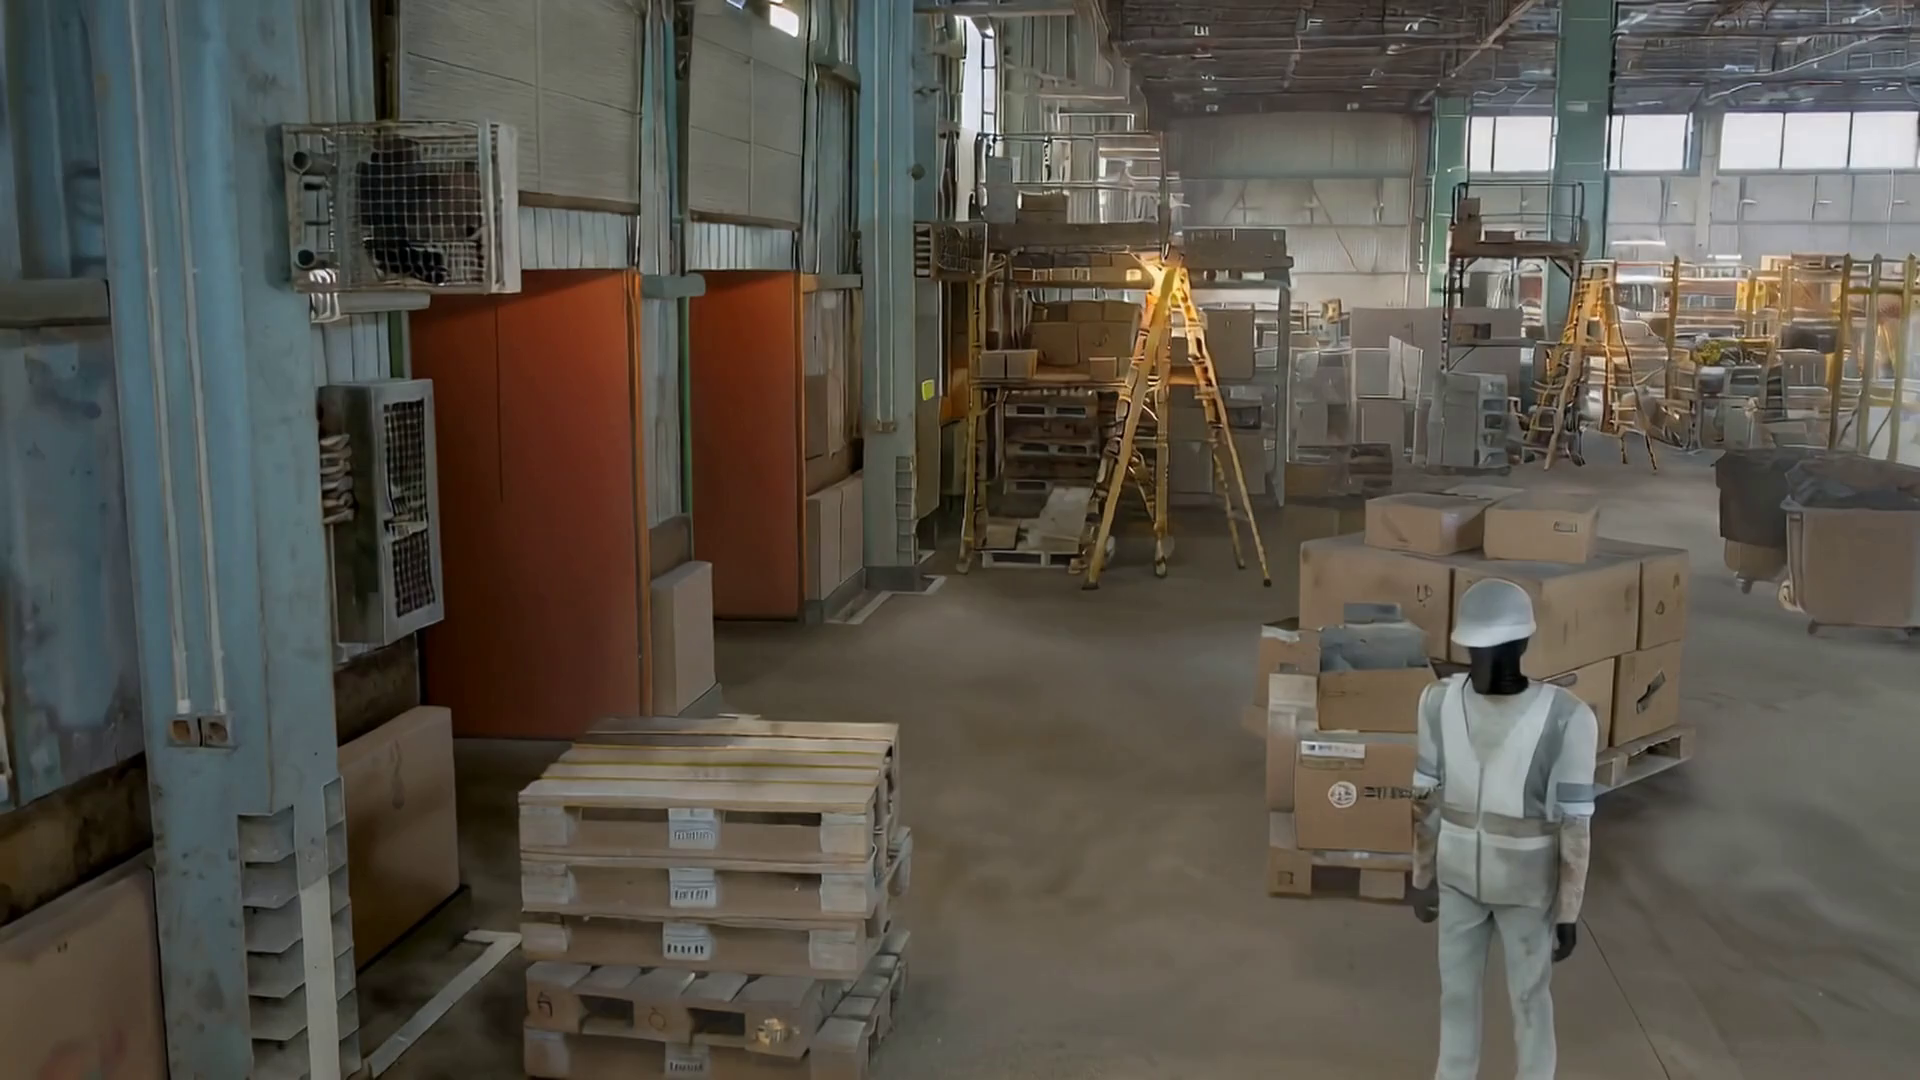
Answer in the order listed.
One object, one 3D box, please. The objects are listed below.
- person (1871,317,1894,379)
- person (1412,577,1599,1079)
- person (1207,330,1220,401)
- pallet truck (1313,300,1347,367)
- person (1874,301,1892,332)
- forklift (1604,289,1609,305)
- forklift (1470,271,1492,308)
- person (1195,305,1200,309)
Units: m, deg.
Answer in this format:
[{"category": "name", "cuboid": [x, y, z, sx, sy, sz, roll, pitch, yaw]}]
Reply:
[{"category": "person", "cuboid": [19.359, -3.745, 34.966, 0.633, 1.865, 0.699, -3, 10, -17]}, {"category": "person", "cuboid": [1.663, 1.060, 5.193, 0.584, 1.921, 0.394, 8, 12, 42]}, {"category": "person", "cuboid": [5.321, -3.638, 35.053, 0.313, 1.634, 0.515, -4, 10, -24]}, {"category": "pallet truck", "cuboid": [11.159, -6.200, 49.718, 0.823, 1.965, 1.885, 4, 10, 26]}, {"category": "person", "cuboid": [29.282, -6.674, 53.008, 0.670, 1.894, 0.968, 2, 9, 14]}, {"category": "forklift", "cuboid": [16.940, -5.783, 44.435, 1.129, 2.768, 1.873, -1, 9, -8]}, {"category": "forklift", "cuboid": [12.959, -5.334, 41.665, 1.873, 2.768, 1.129, 1, 9, 9]}, {"category": "person", "cuboid": [6.284, -5.344, 44.661, 0.544, 1.930, 0.389, -5, 10, -28]}]
